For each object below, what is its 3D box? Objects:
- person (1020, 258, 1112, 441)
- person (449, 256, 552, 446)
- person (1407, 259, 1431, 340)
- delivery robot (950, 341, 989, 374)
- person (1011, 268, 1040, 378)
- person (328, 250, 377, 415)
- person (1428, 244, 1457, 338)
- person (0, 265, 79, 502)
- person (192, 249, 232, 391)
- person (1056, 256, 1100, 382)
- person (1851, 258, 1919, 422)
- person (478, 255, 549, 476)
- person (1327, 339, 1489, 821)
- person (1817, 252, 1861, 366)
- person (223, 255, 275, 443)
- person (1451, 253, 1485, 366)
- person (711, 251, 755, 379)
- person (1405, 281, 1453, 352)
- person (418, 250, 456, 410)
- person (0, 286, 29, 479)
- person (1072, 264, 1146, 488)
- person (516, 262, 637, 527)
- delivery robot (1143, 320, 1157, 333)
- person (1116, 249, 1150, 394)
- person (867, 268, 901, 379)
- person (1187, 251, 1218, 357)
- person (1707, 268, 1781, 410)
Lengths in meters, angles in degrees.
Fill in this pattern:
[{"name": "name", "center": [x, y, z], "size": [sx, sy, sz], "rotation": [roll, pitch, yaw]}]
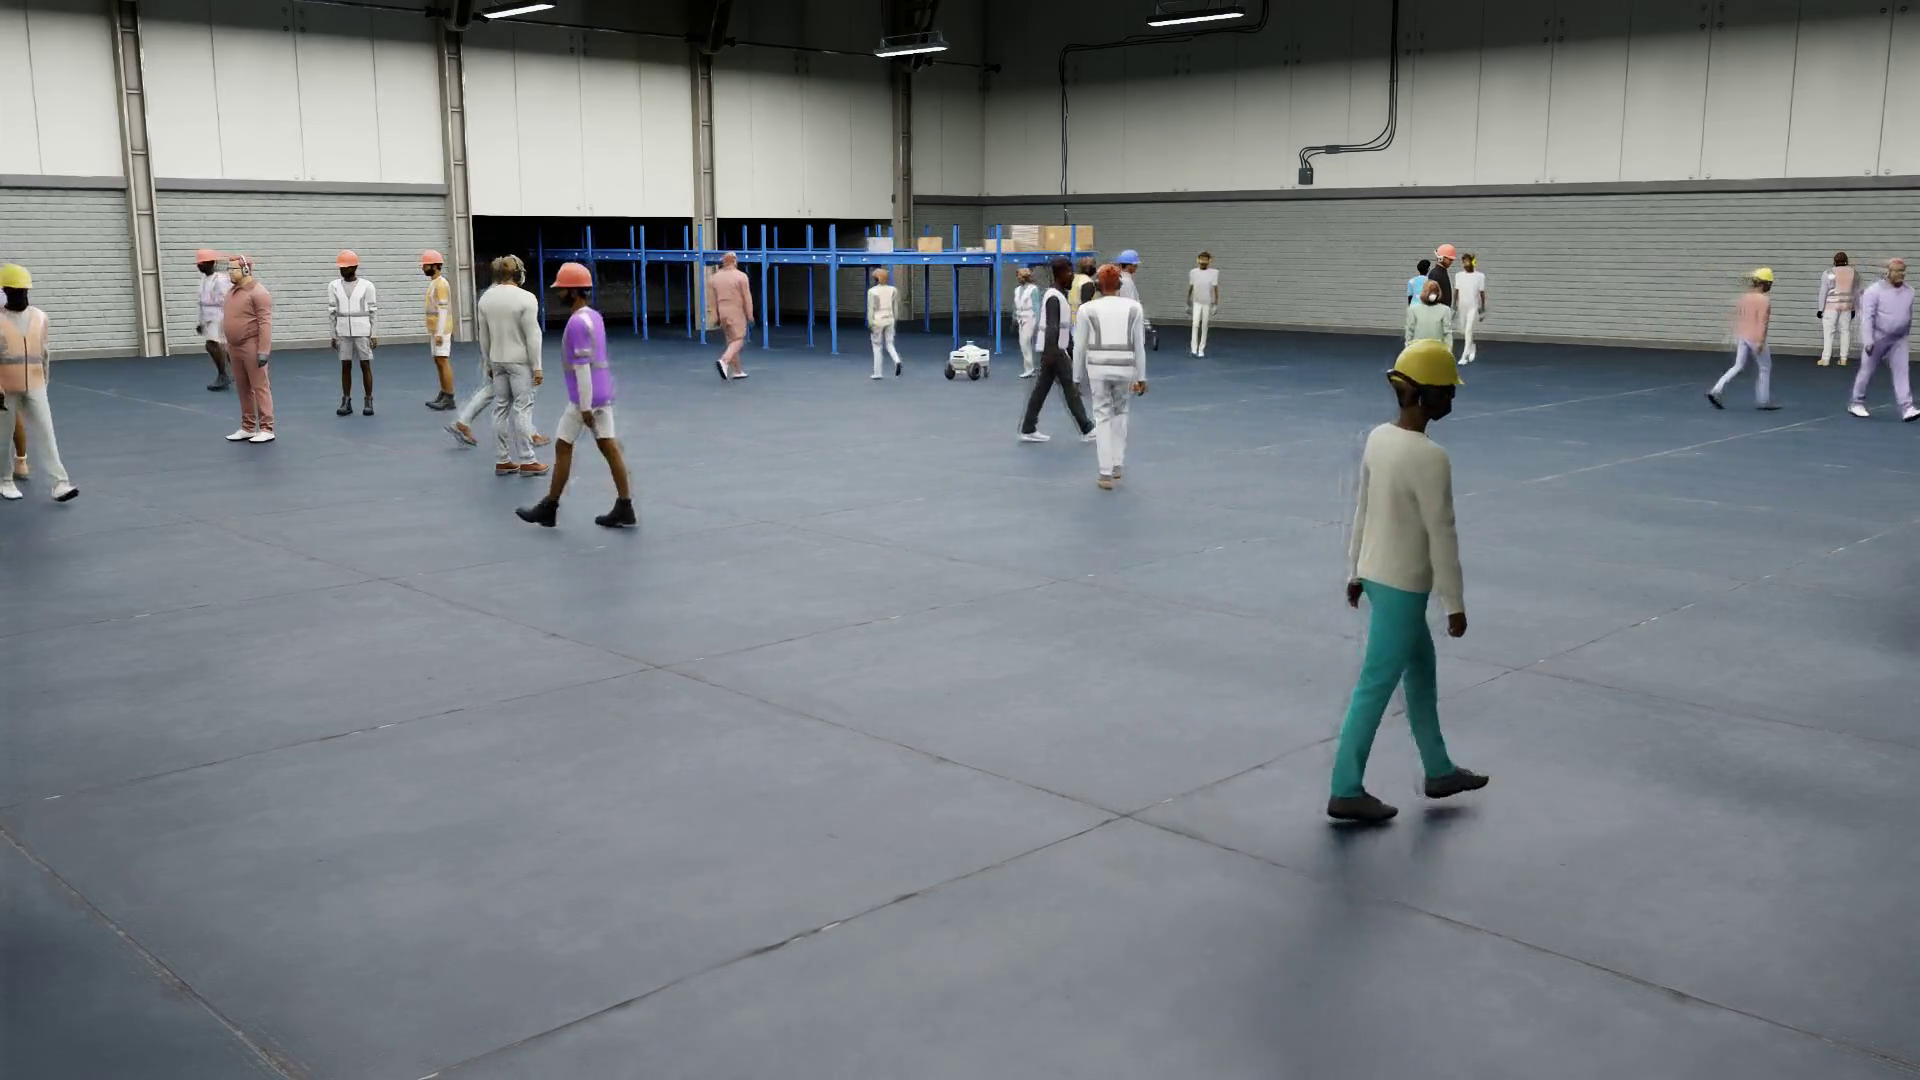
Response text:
[{"name": "person", "center": [1.075, -1.938, 17.049], "size": [0.980, 1.866, 0.618], "rotation": [1, 10, 5]}, {"name": "person", "center": [-4.642, -1.876, 16.636], "size": [0.925, 1.911, 0.638], "rotation": [-5, 11, -24]}, {"name": "person", "center": [7.905, -3.940, 28.454], "size": [0.534, 1.697, 0.318], "rotation": [8, 13, 36]}, {"name": "delivery robot", "center": [0.149, -2.721, 24.778], "size": [0.477, 0.478, 0.707], "rotation": [6, 12, 29]}, {"name": "person", "center": [0.960, -3.208, 24.641], "size": [0.431, 1.620, 0.550], "rotation": [-7, 12, -33]}, {"name": "person", "center": [-7.169, -2.447, 19.664], "size": [0.547, 1.934, 0.376], "rotation": [-1, 10, -5]}, {"name": "person", "center": [6.744, -3.156, 23.389], "size": [0.402, 1.985, 0.611], "rotation": [6, 12, 29]}, {"name": "person", "center": [-7.446, -1.231, 13.199], "size": [1.008, 1.874, 0.590], "rotation": [7, 13, 35]}, {"name": "person", "center": [-10.217, -2.990, 22.653], "size": [0.586, 1.921, 0.474], "rotation": [8, 13, 38]}, {"name": "person", "center": [1.739, -3.203, 24.124], "size": [0.773, 1.812, 0.620], "rotation": [-3, 11, -17]}, {"name": "person", "center": [10.691, -2.303, 19.123], "size": [0.649, 1.842, 1.033], "rotation": [0, 10, -2]}, {"name": "person", "center": [-3.959, -1.545, 14.727], "size": [0.631, 1.938, 0.362], "rotation": [5, 12, 26]}, {"name": "person", "center": [1.698, 0.153, 5.986], "size": [0.798, 1.733, 0.556], "rotation": [-2, 11, -9]}, {"name": "person", "center": [14.300, -3.766, 27.124], "size": [0.624, 1.839, 0.430], "rotation": [1, 10, 5]}, {"name": "person", "center": [-7.337, -1.961, 17.088], "size": [0.648, 1.907, 0.409], "rotation": [7, 12, 32]}, {"name": "person", "center": [8.417, -3.825, 27.467], "size": [0.508, 1.836, 0.834], "rotation": [8, 13, 36]}, {"name": "person", "center": [-3.361, -3.288, 24.375], "size": [0.648, 1.883, 0.796], "rotation": [7, 12, 32]}, {"name": "person", "center": [5.423, -2.195, 19.224], "size": [0.514, 1.580, 0.901], "rotation": [1, 10, 5]}, {"name": "person", "center": [-6.407, -2.578, 20.372], "size": [0.360, 1.935, 0.550], "rotation": [-5, 12, -28]}, {"name": "person", "center": [-8.384, -1.521, 14.341], "size": [0.392, 2.034, 0.605], "rotation": [7, 13, 34]}, {"name": "person", "center": [1.250, -1.402, 14.152], "size": [0.611, 1.860, 0.674], "rotation": [-1, 10, -7]}, {"name": "person", "center": [-2.806, -1.042, 12.061], "size": [0.940, 1.900, 0.545], "rotation": [1, 10, 7]}, {"name": "delivery robot", "center": [3.483, -3.992, 31.004], "size": [0.335, 0.223, 0.698], "rotation": [3, 11, 16]}, {"name": "person", "center": [2.159, -2.929, 22.322], "size": [0.752, 1.923, 0.616], "rotation": [-1, 10, -5]}, {"name": "person", "center": [-1.111, -3.168, 24.413], "size": [0.524, 1.626, 0.496], "rotation": [-7, 12, -32]}, {"name": "person", "center": [4.192, -4.063, 28.758], "size": [0.531, 1.823, 0.932], "rotation": [2, 11, 11]}, {"name": "person", "center": [9.596, -2.449, 20.244], "size": [0.849, 1.728, 0.527], "rotation": [-1, 10, -8]}]
